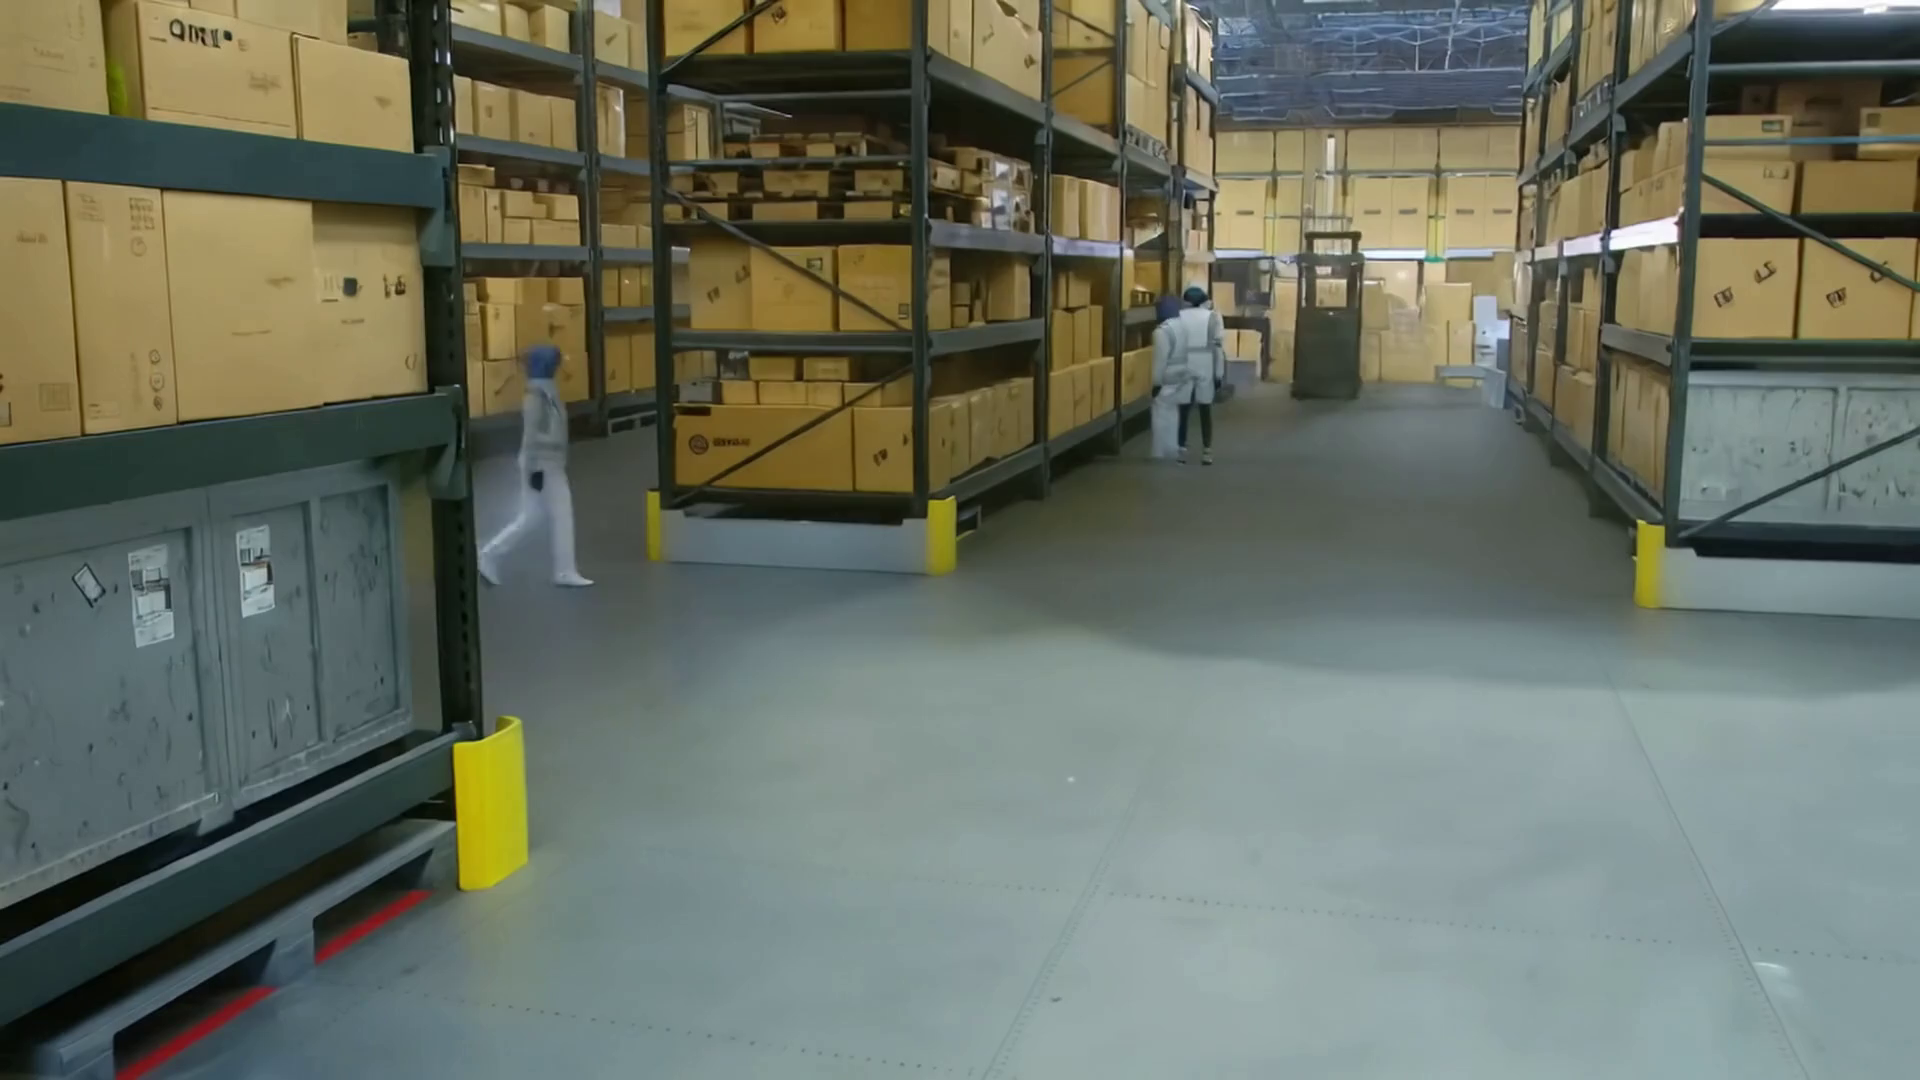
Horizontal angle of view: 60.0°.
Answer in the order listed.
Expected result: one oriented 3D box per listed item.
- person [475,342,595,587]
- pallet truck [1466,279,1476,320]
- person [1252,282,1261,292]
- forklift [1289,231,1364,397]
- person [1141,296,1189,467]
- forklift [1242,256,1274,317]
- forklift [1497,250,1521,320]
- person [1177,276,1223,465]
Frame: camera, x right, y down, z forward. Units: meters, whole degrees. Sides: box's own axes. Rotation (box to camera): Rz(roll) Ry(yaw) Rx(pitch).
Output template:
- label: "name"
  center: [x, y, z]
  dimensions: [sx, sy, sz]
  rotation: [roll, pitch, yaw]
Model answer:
- label: "person"
  center: [-2.782, -0.478, 10.798]
  dimensions: [0.693, 1.622, 0.517]
  rotation: [1, 9, 5]
- label: "pallet truck"
  center: [18.896, -8.459, 60.307]
  dimensions: [1.885, 1.965, 0.823]
  rotation: [5, 10, 31]
- label: "person"
  center: [10.942, -8.661, 61.955]
  dimensions: [0.574, 1.883, 0.352]
  rotation: [3, 10, 20]
- label: "forklift"
  center: [6.386, -3.911, 28.621]
  dimensions: [1.129, 2.768, 1.873]
  rotation: [3, 9, 18]
- label: "person"
  center: [2.228, -1.698, 17.875]
  dimensions: [0.429, 1.843, 0.629]
  rotation: [7, 11, 37]
- label: "forklift"
  center: [10.671, -8.733, 59.254]
  dimensions: [1.129, 2.768, 1.873]
  rotation: [2, 9, 15]
- label: "forklift"
  center: [16.072, -6.977, 48.097]
  dimensions: [1.129, 2.768, 1.873]
  rotation: [1, 9, 9]
- label: "person"
  center: [2.532, -1.822, 17.996]
  dimensions: [0.615, 2.041, 0.376]
  rotation: [1, 9, 3]
